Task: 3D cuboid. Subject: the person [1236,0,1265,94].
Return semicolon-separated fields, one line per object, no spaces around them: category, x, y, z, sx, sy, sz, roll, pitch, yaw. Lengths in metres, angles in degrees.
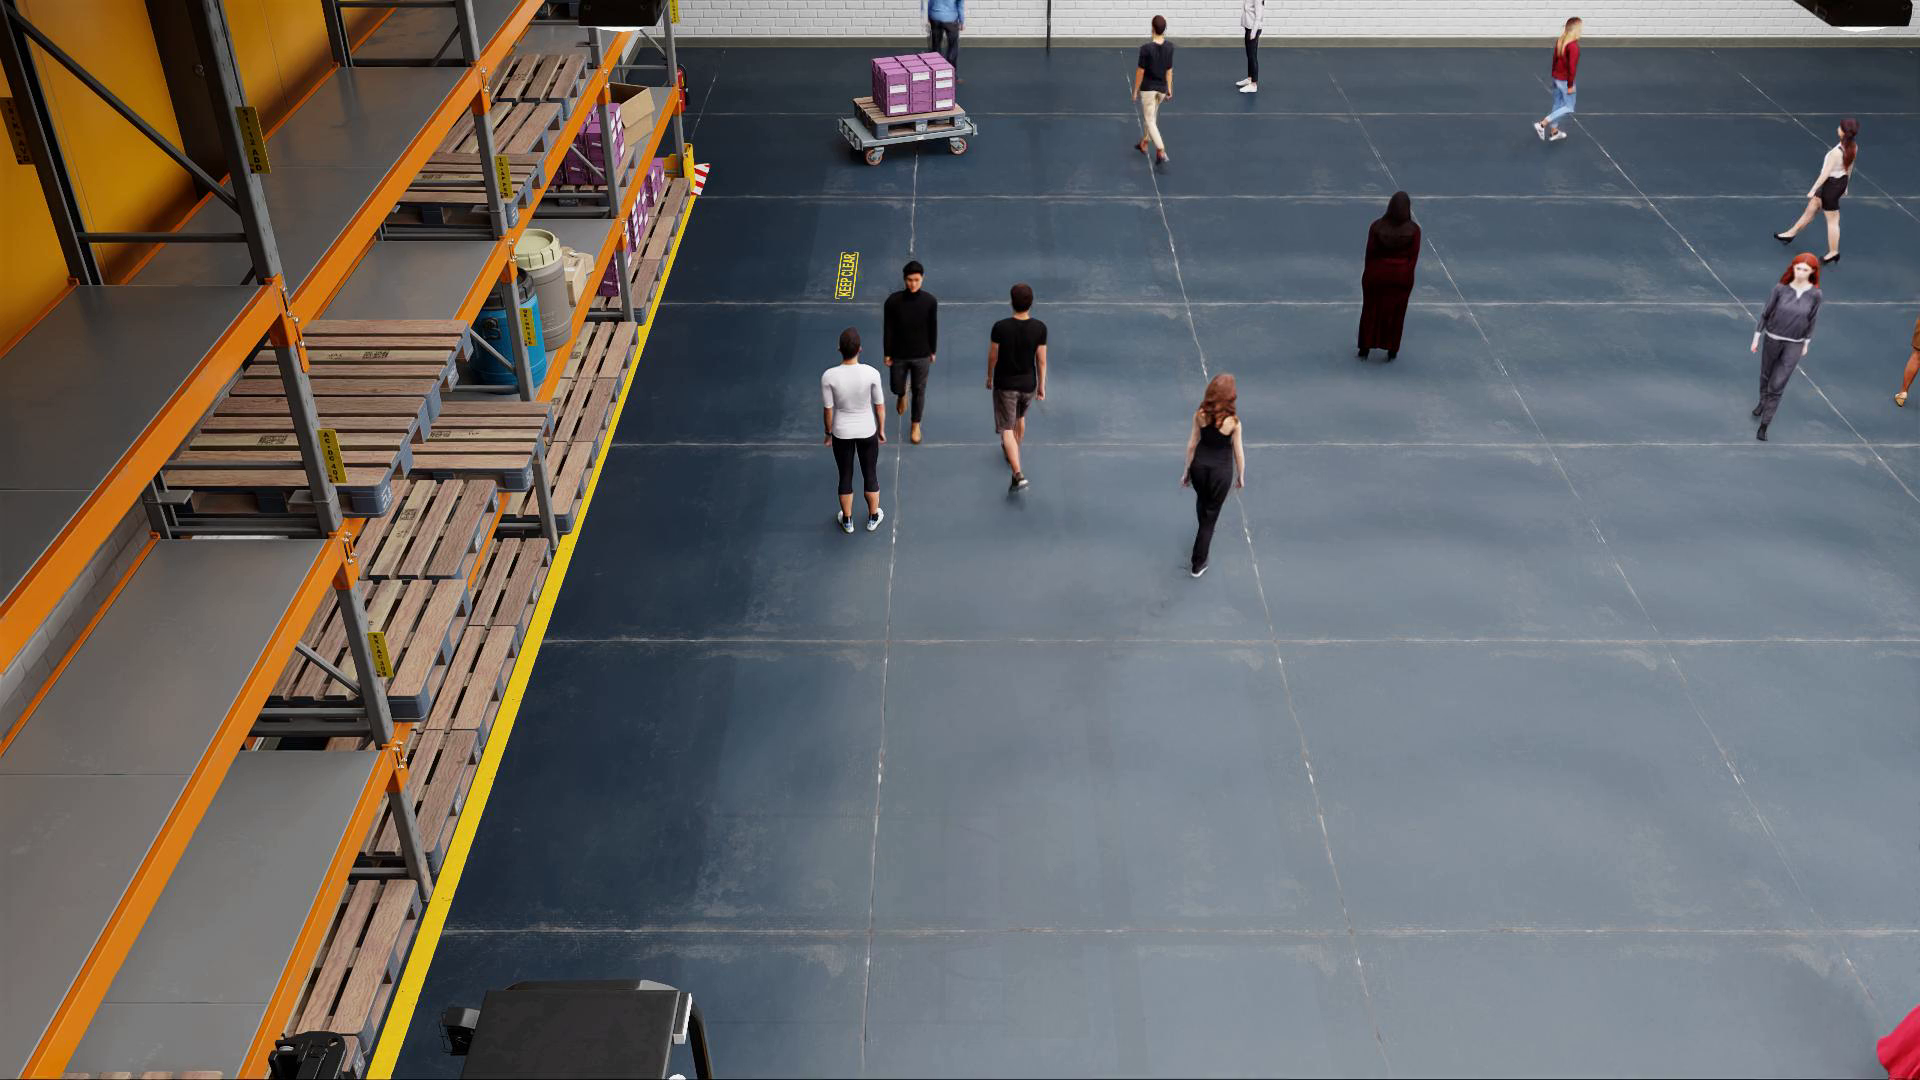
person;4.101;-7.139;23.248;0.675;1.700;0.474;-1;34;-1

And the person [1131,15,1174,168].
person;2.457;-5.577;20.787;0.988;1.822;1.242;-15;37;-22

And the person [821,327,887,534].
person;-0.869;-0.896;13.719;0.678;1.851;0.577;-2;34;-3

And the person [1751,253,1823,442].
person;7.535;-1.819;15.224;1.010;1.723;1.205;19;38;27

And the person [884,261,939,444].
person;-0.457;-1.763;15.149;0.635;1.712;0.820;1;34;1

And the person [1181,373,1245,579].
person;1.960;-0.477;13.207;0.880;1.720;1.045;15;37;22

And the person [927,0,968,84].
person;-0.260;-7.390;23.555;0.876;1.778;0.805;6;34;9

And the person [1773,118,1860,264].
person;9.673;-3.795;18.295;0.983;1.614;1.078;-25;41;-33

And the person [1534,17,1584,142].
person;7.739;-5.919;21.483;0.773;1.622;0.813;-8;34;-11

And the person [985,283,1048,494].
person;0.481;-1.286;14.321;0.874;1.833;1.250;-9;35;-13

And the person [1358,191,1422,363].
person;4.212;-2.575;16.334;0.699;1.752;0.651;6;34;8
